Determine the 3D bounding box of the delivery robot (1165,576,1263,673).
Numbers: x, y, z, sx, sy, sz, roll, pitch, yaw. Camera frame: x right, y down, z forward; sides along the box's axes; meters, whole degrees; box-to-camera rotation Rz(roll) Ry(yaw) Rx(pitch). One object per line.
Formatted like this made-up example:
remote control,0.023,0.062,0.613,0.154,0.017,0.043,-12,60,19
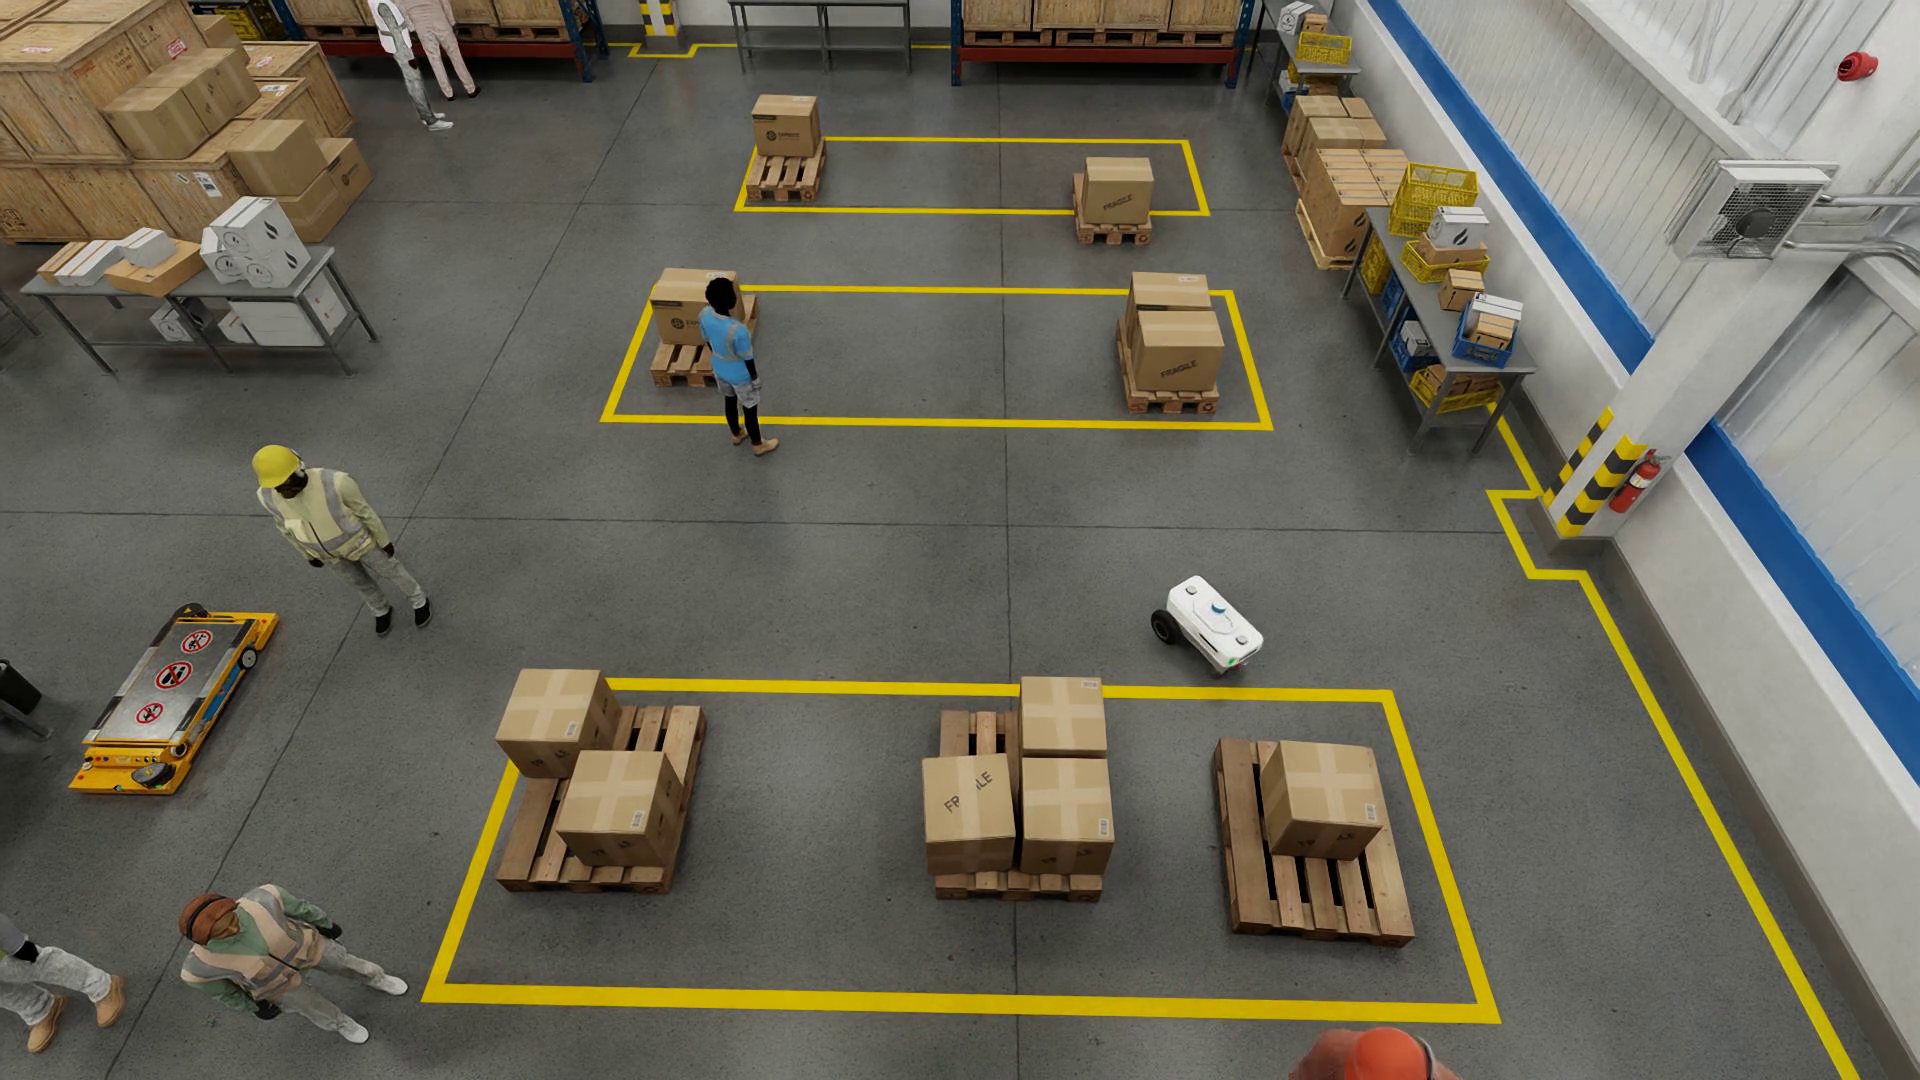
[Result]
delivery robot,1.824,0.599,6.598,0.477,0.478,0.707,-26,55,-21

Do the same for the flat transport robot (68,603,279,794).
flat transport robot,-5.504,1.072,6.442,0.652,0.197,1.431,1,50,1

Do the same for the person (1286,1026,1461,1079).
person,1.784,2.542,4.108,0.664,1.943,0.481,12,51,10

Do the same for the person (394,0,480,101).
person,-6.947,-6.796,12.041,0.636,1.903,0.406,-12,51,-10

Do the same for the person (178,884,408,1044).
person,-3.390,2.149,4.646,0.313,1.634,0.514,19,52,15

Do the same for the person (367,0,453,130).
person,-7.001,-6.156,11.491,0.392,1.913,0.589,-29,56,-22

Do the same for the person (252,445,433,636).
person,-4.261,0.021,6.324,0.595,1.826,0.403,-10,50,-8

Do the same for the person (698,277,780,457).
person,-1.866,-1.416,7.617,0.536,1.699,0.321,31,56,23

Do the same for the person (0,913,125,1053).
person,-4.999,2.102,4.553,0.619,1.838,0.430,-15,51,-13
